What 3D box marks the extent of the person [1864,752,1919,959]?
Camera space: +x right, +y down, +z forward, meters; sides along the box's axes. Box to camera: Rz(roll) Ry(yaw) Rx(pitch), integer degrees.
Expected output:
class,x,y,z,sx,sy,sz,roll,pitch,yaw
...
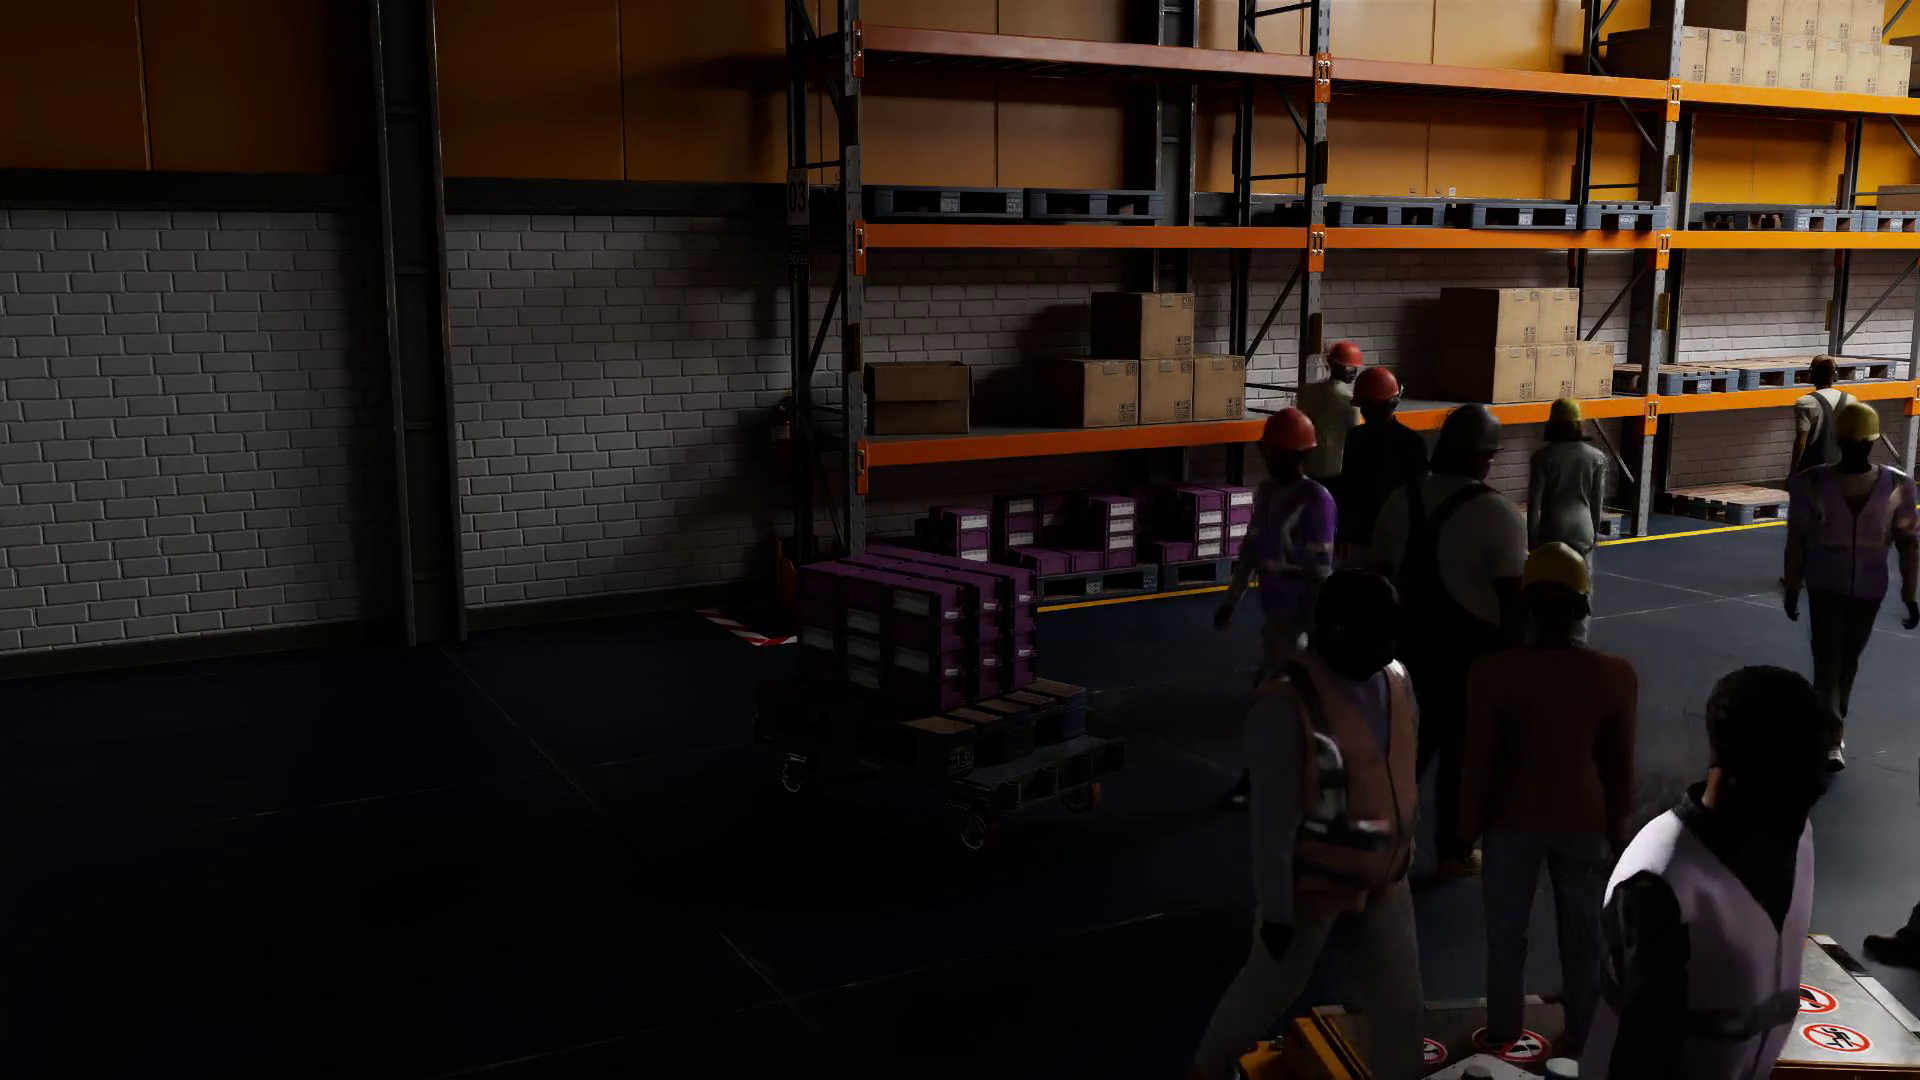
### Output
class,x,y,z,sx,sy,sz,roll,pitch,yaw
person,3.871,0.655,6.104,0.817,1.896,0.696,1,10,7

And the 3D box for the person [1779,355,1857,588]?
class,x,y,z,sx,sy,sz,roll,pitch,yaw
person,6.761,-0.534,13.101,0.507,1.840,0.343,-1,10,-6

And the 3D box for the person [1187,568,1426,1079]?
class,x,y,z,sx,sy,sz,roll,pitch,yaw
person,1.033,0.943,4.760,0.631,1.793,0.961,-7,12,-34

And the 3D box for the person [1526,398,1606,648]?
class,x,y,z,sx,sy,sz,roll,pitch,yaw
person,3.881,-0.057,10.736,0.499,1.705,0.828,1,10,6

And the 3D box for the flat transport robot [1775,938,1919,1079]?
class,x,y,z,sx,sy,sz,roll,pitch,yaw
flat transport robot,2.727,1.567,5.510,0.652,0.197,1.431,1,10,4

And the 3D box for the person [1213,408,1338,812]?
class,x,y,z,sx,sy,sz,roll,pitch,yaw
person,1.484,0.327,7.918,0.624,1.913,0.586,-2,10,-13

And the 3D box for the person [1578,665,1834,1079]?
class,x,y,z,sx,sy,sz,roll,pitch,yaw
person,1.520,1.162,3.234,0.619,1.865,0.965,-7,12,-34

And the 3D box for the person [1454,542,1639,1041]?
class,x,y,z,sx,sy,sz,roll,pitch,yaw
person,1.802,0.883,5.156,0.533,1.765,0.321,1,10,3

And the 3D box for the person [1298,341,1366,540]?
class,x,y,z,sx,sy,sz,roll,pitch,yaw
person,2.831,-0.540,12.784,0.522,1.967,0.672,-6,12,-31

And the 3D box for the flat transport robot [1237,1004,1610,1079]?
class,x,y,z,sx,sy,sz,roll,pitch,yaw
flat transport robot,1.610,1.639,5.096,1.431,0.197,0.652,-1,10,-6

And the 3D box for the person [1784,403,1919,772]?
class,x,y,z,sx,sy,sz,roll,pitch,yaw
person,4.577,0.235,8.557,0.609,1.873,0.986,3,10,17

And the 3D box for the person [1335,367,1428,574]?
class,x,y,z,sx,sy,sz,roll,pitch,yaw
person,2.417,-0.015,9.694,0.406,1.981,0.623,-7,12,-33

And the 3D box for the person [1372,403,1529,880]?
class,x,y,z,sx,sy,sz,roll,pitch,yaw
person,2.106,0.417,7.043,0.541,2.000,0.698,-6,12,-33

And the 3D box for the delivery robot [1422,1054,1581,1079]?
class,x,y,z,sx,sy,sz,roll,pitch,yaw
delivery robot,1.556,1.588,4.307,0.477,0.478,0.707,-8,12,-37
